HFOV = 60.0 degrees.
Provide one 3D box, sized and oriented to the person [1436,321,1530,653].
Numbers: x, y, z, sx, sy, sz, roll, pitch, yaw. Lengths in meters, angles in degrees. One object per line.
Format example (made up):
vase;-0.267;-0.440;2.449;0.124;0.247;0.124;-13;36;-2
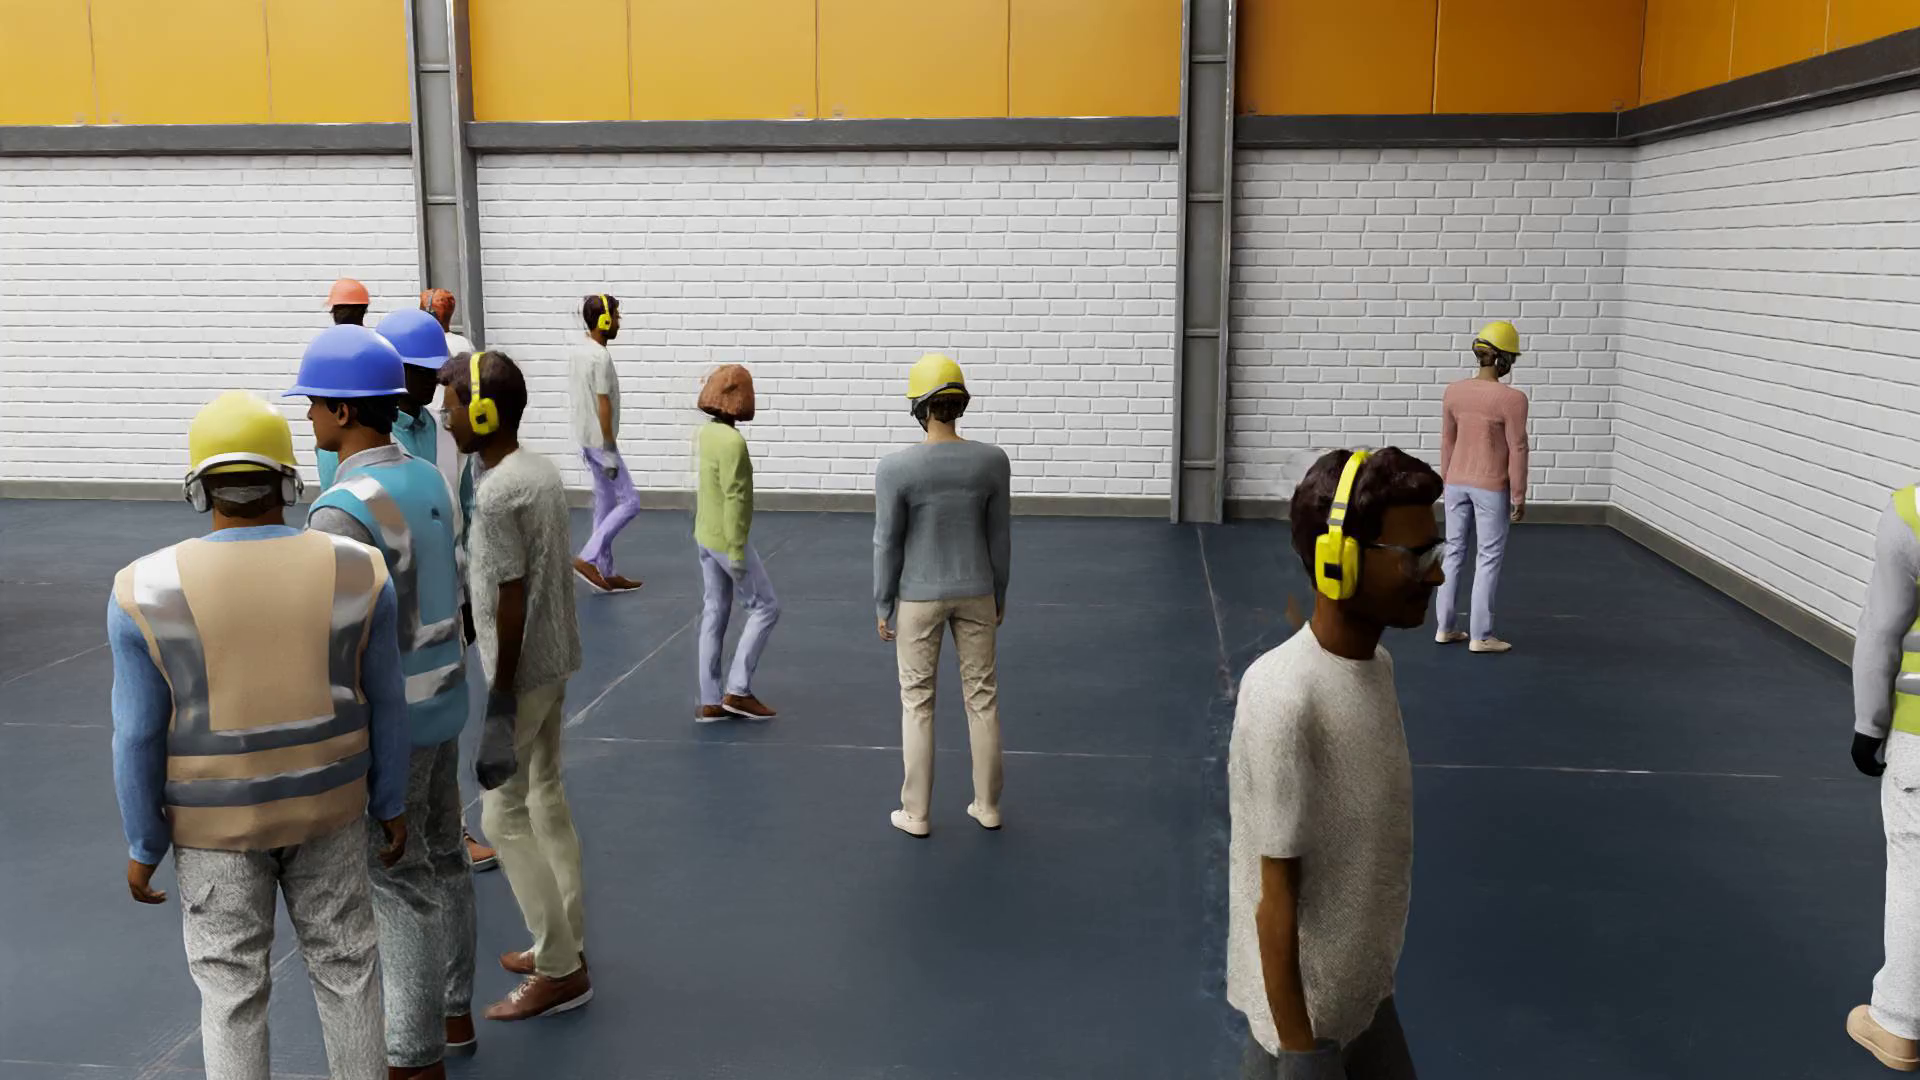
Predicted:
person;2.776;-0.273;8.806;0.338;1.756;0.532;-7;12;-36

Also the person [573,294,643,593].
person;-2.185;-0.579;10.238;0.387;1.856;0.565;-5;11;-27

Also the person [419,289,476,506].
person;-3.233;-0.633;10.487;0.359;1.883;0.573;1;10;8

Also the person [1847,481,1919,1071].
person;2.620;0.475;4.281;0.624;1.838;0.430;1;10;8

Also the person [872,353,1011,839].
person;-0.069;0.207;6.050;0.527;1.760;0.338;-3;10;-18

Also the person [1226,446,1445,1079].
person;0.528;0.751;2.705;0.866;1.838;0.517;7;12;36

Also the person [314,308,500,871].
person;-1.822;0.208;5.529;0.415;1.939;0.604;6;11;30

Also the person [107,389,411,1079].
person;-1.518;0.586;3.656;0.603;1.828;0.404;-6;12;-31

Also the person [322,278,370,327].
person;-4.010;-0.760;11.060;0.358;1.937;0.552;-5;11;-27

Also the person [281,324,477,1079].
person;-1.423;0.446;4.121;0.403;1.948;0.605;0;10;3

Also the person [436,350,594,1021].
person;-1.214;0.403;4.662;0.403;1.862;0.655;1;10;5

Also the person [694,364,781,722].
person;-0.985;0.023;7.464;0.451;1.614;0.531;-4;11;-24
